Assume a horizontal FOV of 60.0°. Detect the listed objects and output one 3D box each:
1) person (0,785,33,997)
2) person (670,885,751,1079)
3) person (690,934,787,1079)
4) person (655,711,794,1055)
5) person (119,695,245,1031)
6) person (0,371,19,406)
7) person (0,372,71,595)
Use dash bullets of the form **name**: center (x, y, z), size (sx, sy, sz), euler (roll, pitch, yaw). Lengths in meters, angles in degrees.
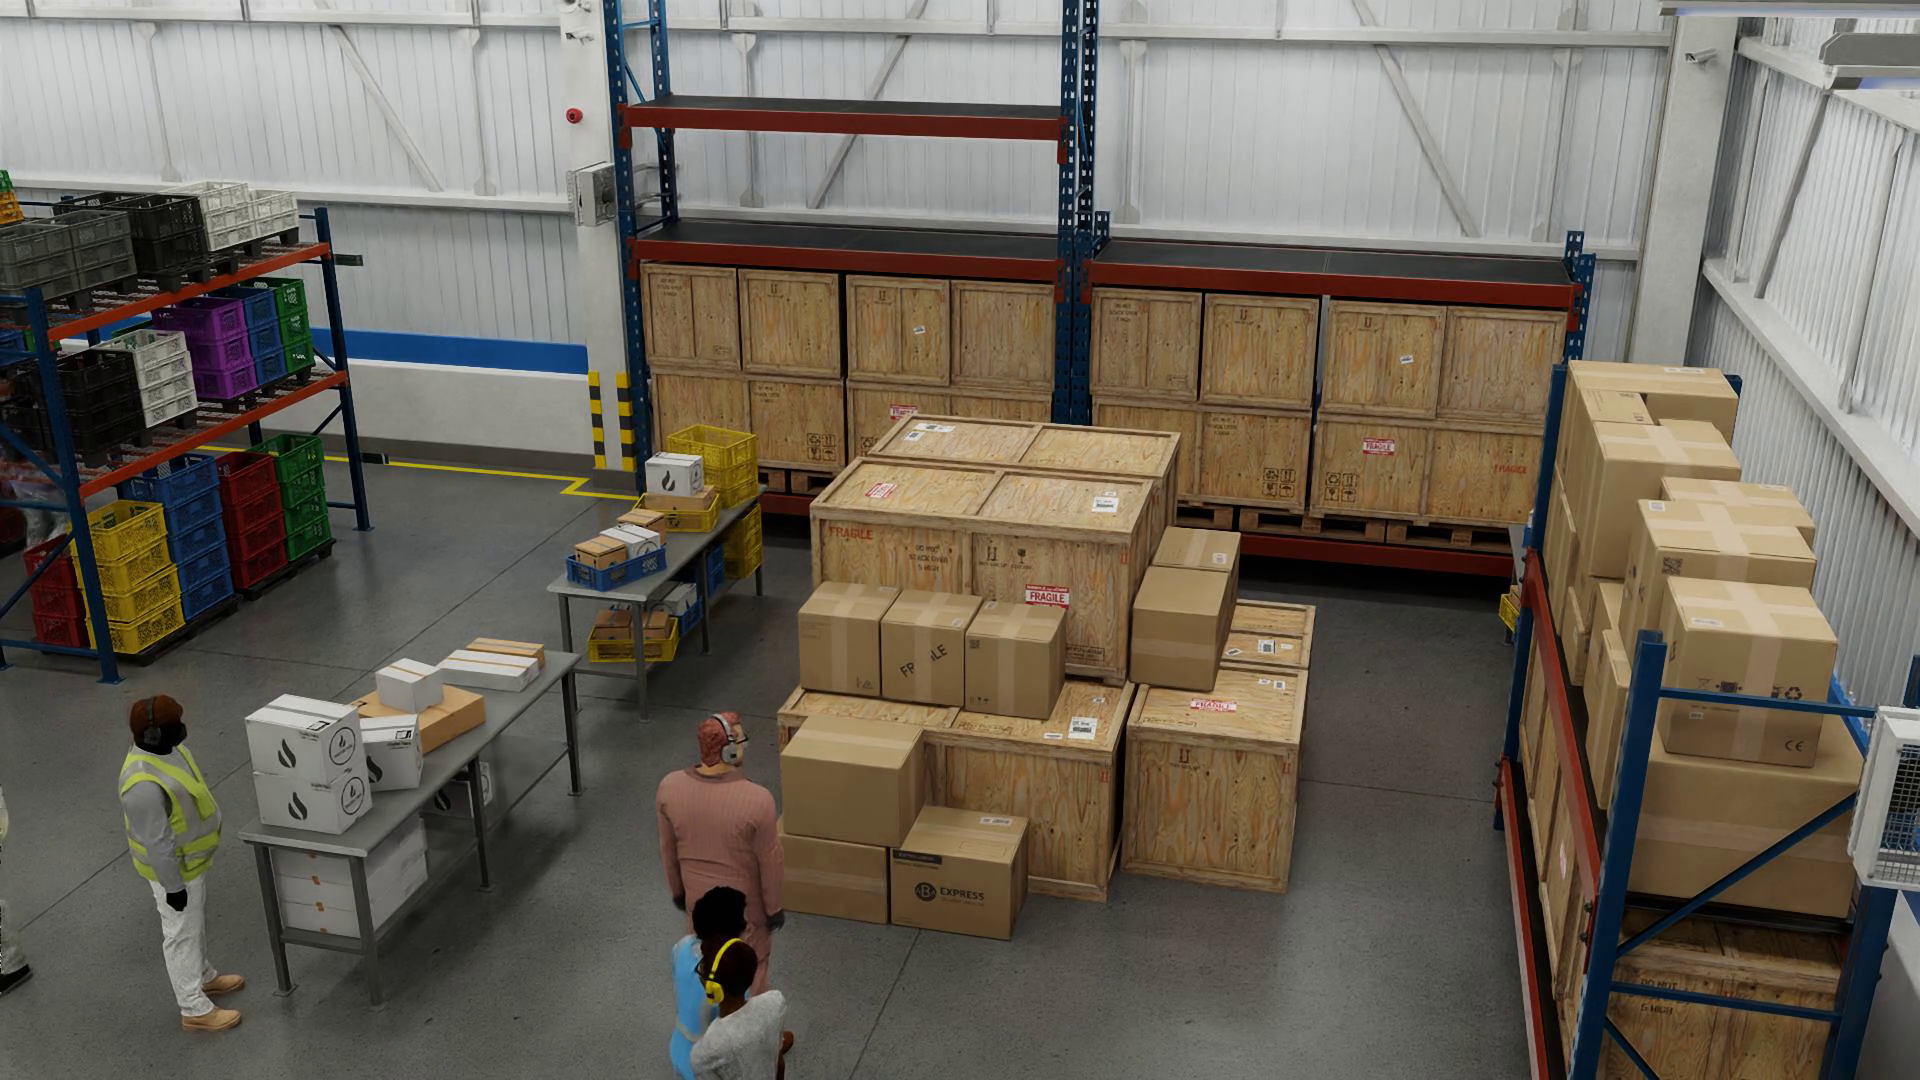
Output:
- **person**: center (-5.243, 1.575, 8.751), size (0.617, 1.804, 0.447), euler (19, 28, 40)
- **person**: center (-1.046, 2.251, 7.160), size (0.352, 1.681, 0.544), euler (-14, 25, -33)
- **person**: center (-0.880, 2.368, 6.591), size (0.328, 1.872, 0.513), euler (13, 24, 30)
- **person**: center (-1.143, 1.728, 8.217), size (0.643, 1.905, 0.400), euler (8, 22, 19)
- **person**: center (-3.996, 1.642, 8.538), size (0.429, 1.837, 0.625), euler (-6, 22, -16)
- **person**: center (-10.393, -1.992, 18.007), size (0.781, 1.863, 0.595), euler (-6, 22, -16)
- **person**: center (-7.709, -0.451, 13.895), size (0.709, 1.923, 0.455), euler (5, 21, 13)
